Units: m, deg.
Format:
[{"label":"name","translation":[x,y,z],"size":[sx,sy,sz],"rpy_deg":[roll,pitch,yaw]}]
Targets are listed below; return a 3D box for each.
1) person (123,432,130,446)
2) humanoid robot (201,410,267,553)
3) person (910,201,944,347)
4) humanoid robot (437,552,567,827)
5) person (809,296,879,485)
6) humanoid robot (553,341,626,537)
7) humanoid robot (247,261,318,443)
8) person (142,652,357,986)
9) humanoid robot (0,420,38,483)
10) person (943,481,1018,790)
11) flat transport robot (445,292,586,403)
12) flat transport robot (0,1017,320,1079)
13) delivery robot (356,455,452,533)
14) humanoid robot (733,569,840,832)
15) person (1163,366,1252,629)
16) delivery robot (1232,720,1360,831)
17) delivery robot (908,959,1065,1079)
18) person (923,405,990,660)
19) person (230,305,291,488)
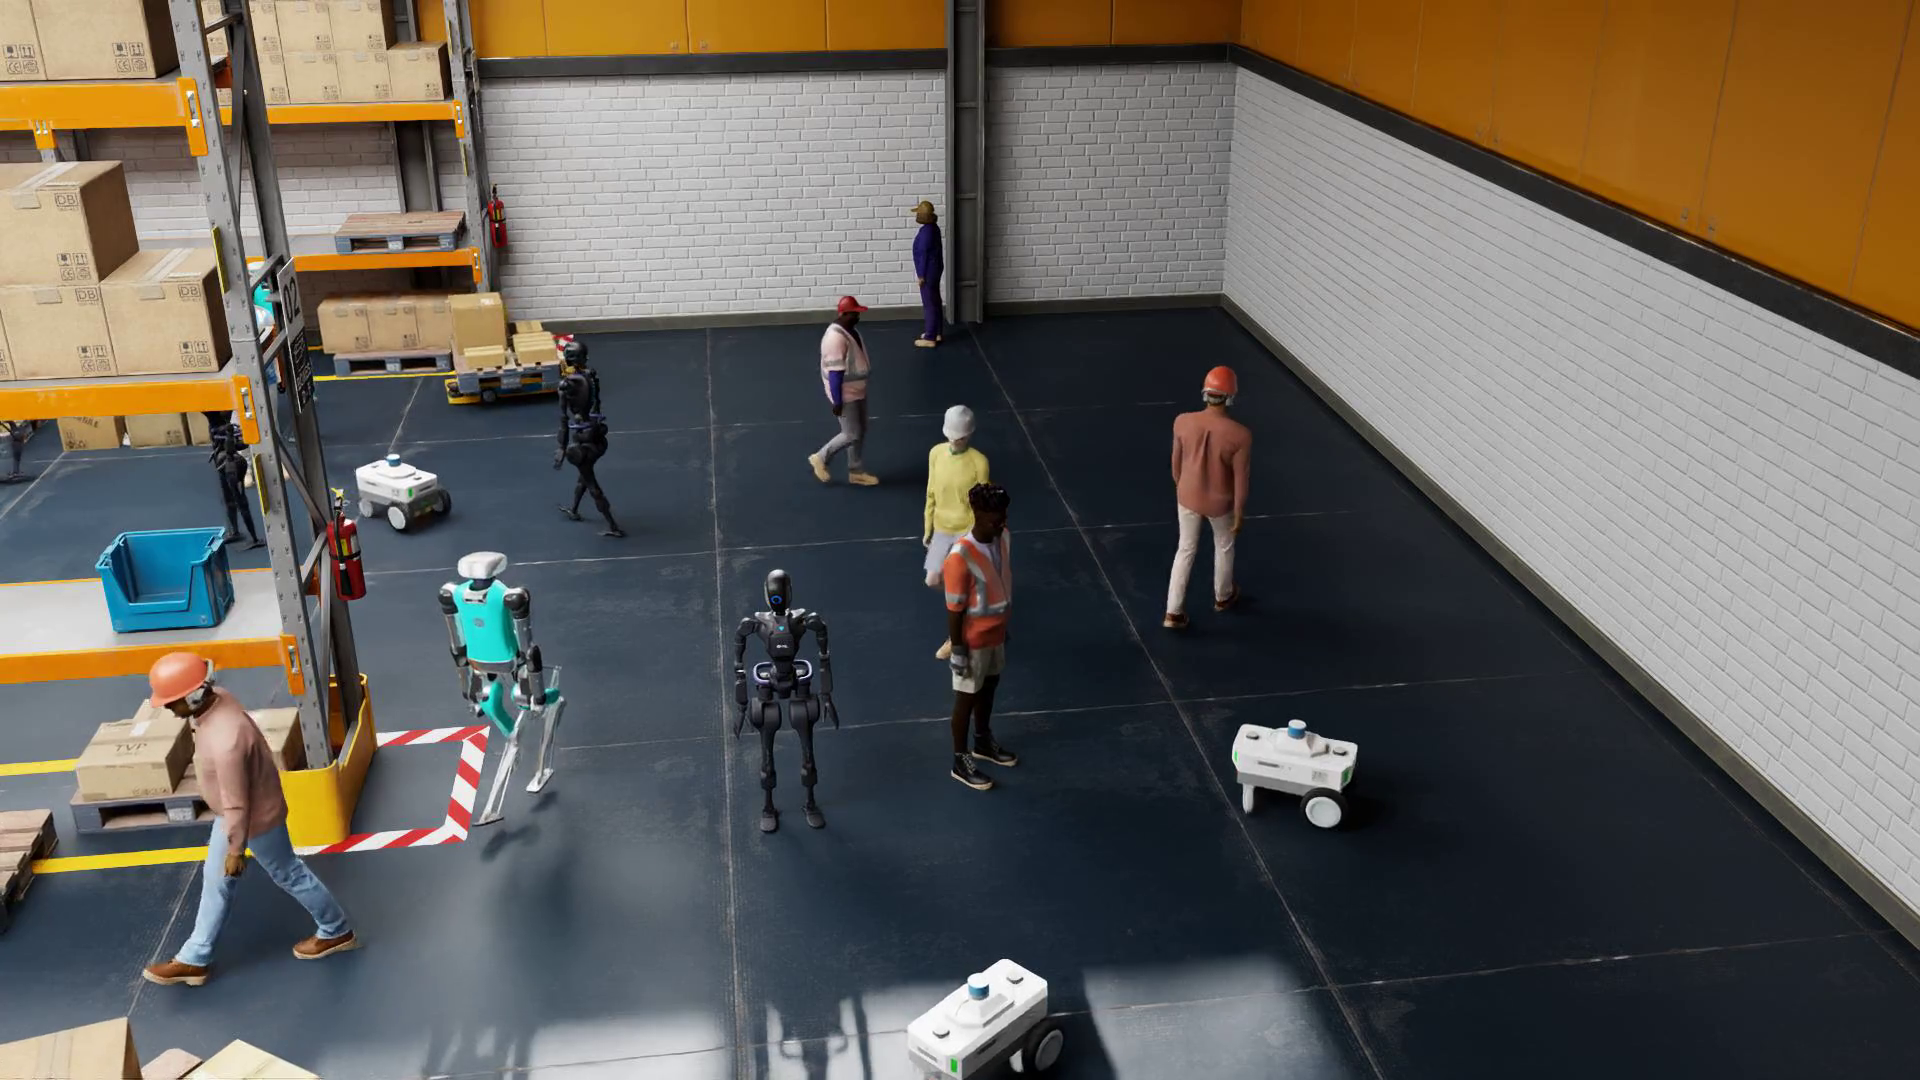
[{"label":"person","translation":[-7.877,-1.826,15.574],"size":[0.330,1.863,0.524],"rpy_deg":[9,25,20]},{"label":"humanoid robot","translation":[-5.857,-0.703,13.243],"size":[0.344,1.655,0.611],"rpy_deg":[-16,28,-33]},{"label":"person","translation":[-0.369,-2.955,18.451],"size":[0.357,1.619,0.454],"rpy_deg":[6,24,13]},{"label":"humanoid robot","translation":[-2.610,0.815,9.698],"size":[0.548,1.740,0.977],"rpy_deg":[5,24,11]},{"label":"person","translation":[-1.009,-1.279,14.482],"size":[0.501,1.732,0.632],"rpy_deg":[7,25,15]},{"label":"humanoid robot","translation":[-3.123,-0.830,13.586],"size":[0.765,1.627,0.599],"rpy_deg":[9,25,20]},{"label":"humanoid robot","translation":[-6.212,-1.681,15.419],"size":[0.781,1.801,0.554],"rpy_deg":[4,24,10]},{"label":"person","translation":[-3.612,1.367,8.229],"size":[1.005,1.909,0.677],"rpy_deg":[-16,28,-32]},{"label":"humanoid robot","translation":[-8.510,-1.278,14.559],"size":[0.594,1.652,0.451],"rpy_deg":[18,30,35]},{"label":"person","translation":[0.136,0.555,10.044],"size":[0.375,1.959,0.610],"rpy_deg":[14,27,29]},{"label":"flat transport robot","translation":[-4.555,-1.648,17.150],"size":[1.431,0.231,0.659],"rpy_deg":[-8,25,-17]},{"label":"flat transport robot","translation":[-3.310,2.876,6.844],"size":[1.431,0.231,0.659],"rpy_deg":[12,26,26]},{"label":"delivery robot","translation":[-4.715,-0.429,13.991],"size":[0.747,0.572,0.499],"rpy_deg":[14,27,29]},{"label":"humanoid robot","translation":[-1.003,0.919,9.544],"size":[0.613,1.651,0.307],"rpy_deg":[-4,24,-9]},{"label":"person","translation":[1.798,-0.307,11.996],"size":[0.619,1.966,0.852],"rpy_deg":[12,26,24]},{"label":"delivery robot","translation":[2.023,1.369,9.935],"size":[0.776,0.604,0.505],"rpy_deg":[9,25,19]},{"label":"delivery robot","translation":[0.091,2.291,7.813],"size":[0.525,0.587,0.755],"rpy_deg":[20,31,38]},{"label":"person","translation":[-0.011,-0.081,11.590],"size":[0.493,1.870,0.471],"rpy_deg":[13,27,27]},{"label":"person","translation":[-6.234,-1.378,14.577],"size":[0.630,1.846,0.429],"rpy_deg":[-15,28,-31]}]
